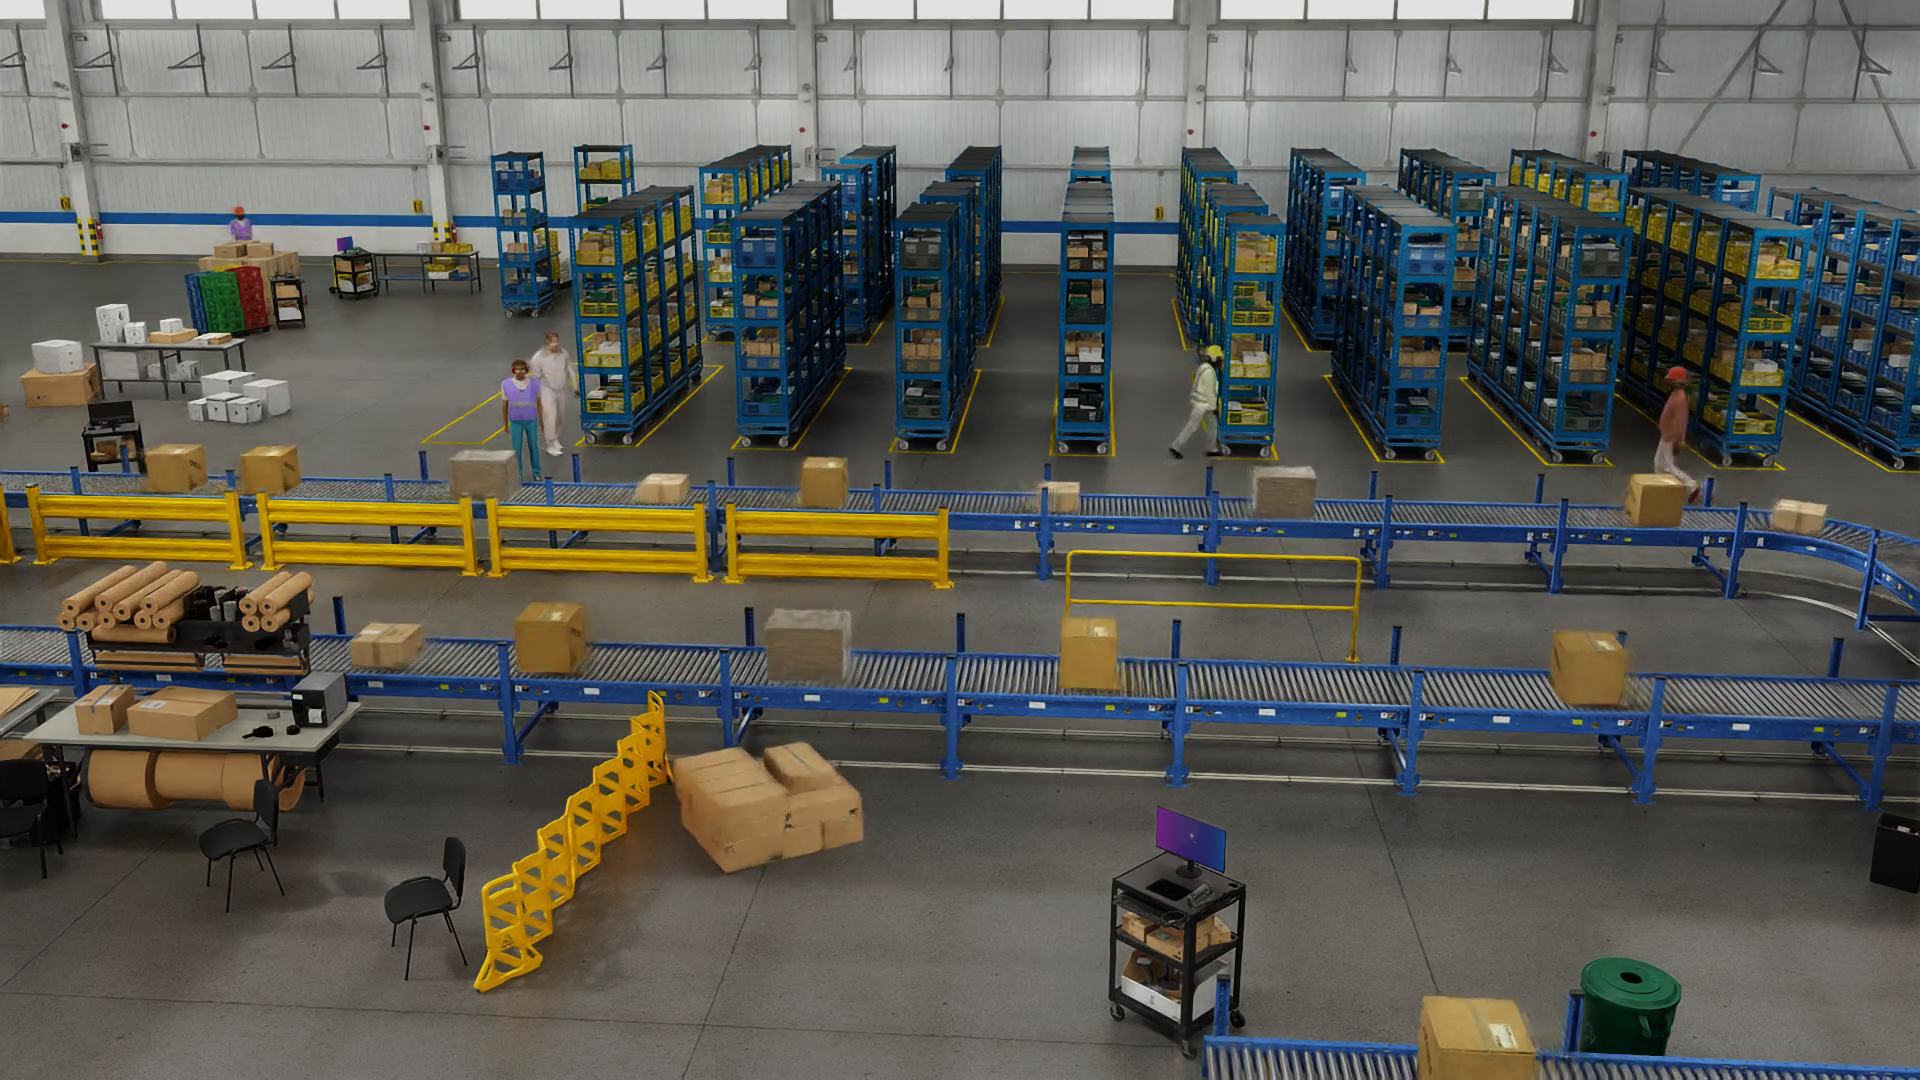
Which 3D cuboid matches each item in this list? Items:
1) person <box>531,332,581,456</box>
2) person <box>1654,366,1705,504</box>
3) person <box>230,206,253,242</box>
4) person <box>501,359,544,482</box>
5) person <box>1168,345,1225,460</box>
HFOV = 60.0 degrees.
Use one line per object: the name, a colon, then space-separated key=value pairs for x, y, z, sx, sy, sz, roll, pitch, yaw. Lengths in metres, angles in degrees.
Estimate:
person: x=-6.270 y=-2.286 z=25.746 sx=0.651 sy=1.879 sz=0.661 roll=16 pitch=23 yaw=41
person: x=9.843 y=-1.413 z=22.817 sx=0.741 sy=1.974 sz=0.621 roll=5 pitch=18 yaw=16
person: x=-18.186 y=-7.519 z=42.249 sx=0.372 sy=1.935 sz=0.551 roll=15 pitch=23 yaw=40
person: x=-6.292 y=-1.712 z=23.976 sx=0.570 sy=1.842 sz=0.383 roll=-5 pitch=18 yaw=-17
person: x=3.620 y=-2.101 z=25.338 sx=0.855 sy=1.783 sz=0.613 roll=3 pitch=18 yaw=10
